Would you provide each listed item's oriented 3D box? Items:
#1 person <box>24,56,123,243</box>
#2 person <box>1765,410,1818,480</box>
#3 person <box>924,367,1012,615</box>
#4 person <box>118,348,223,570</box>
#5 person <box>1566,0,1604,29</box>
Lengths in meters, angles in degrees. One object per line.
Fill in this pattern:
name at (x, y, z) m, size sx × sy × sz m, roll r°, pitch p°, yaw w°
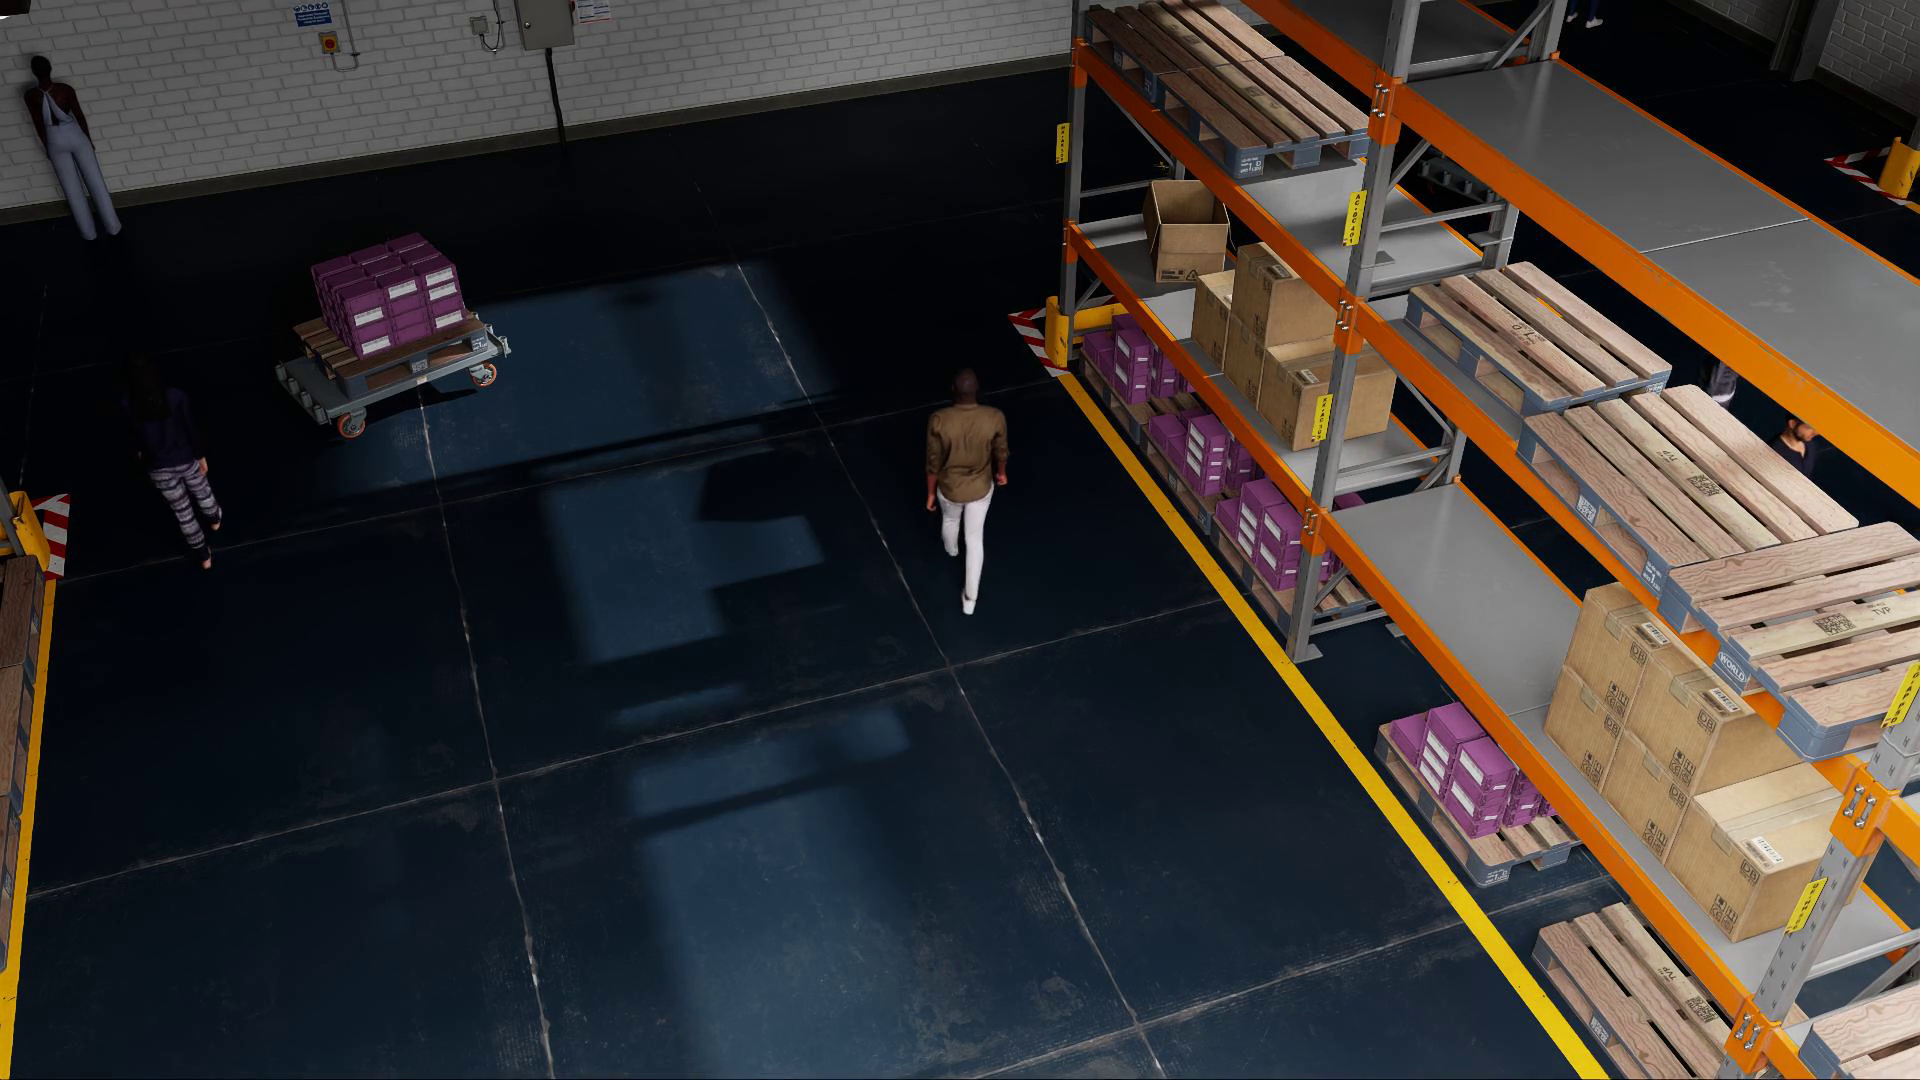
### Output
person at (-8.172, -3.590, 15.265) m, size 0.597 × 1.782 × 0.520 m, roll -19°, pitch 42°, yaw -22°
person at (5.265, -0.160, 10.914) m, size 0.670 × 1.852 × 0.606 m, roll -23°, pitch 44°, yaw -26°
person at (0.044, -0.287, 11.127) m, size 0.953 × 1.785 × 1.215 m, roll -3°, pitch 39°, yaw -4°
person at (-5.447, -0.524, 11.481) m, size 0.648 × 1.713 × 0.882 m, roll -15°, pitch 41°, yaw -18°
person at (7.458, -6.904, 19.463) m, size 0.716 × 1.721 × 0.566 m, roll -29°, pitch 47°, yaw -31°
